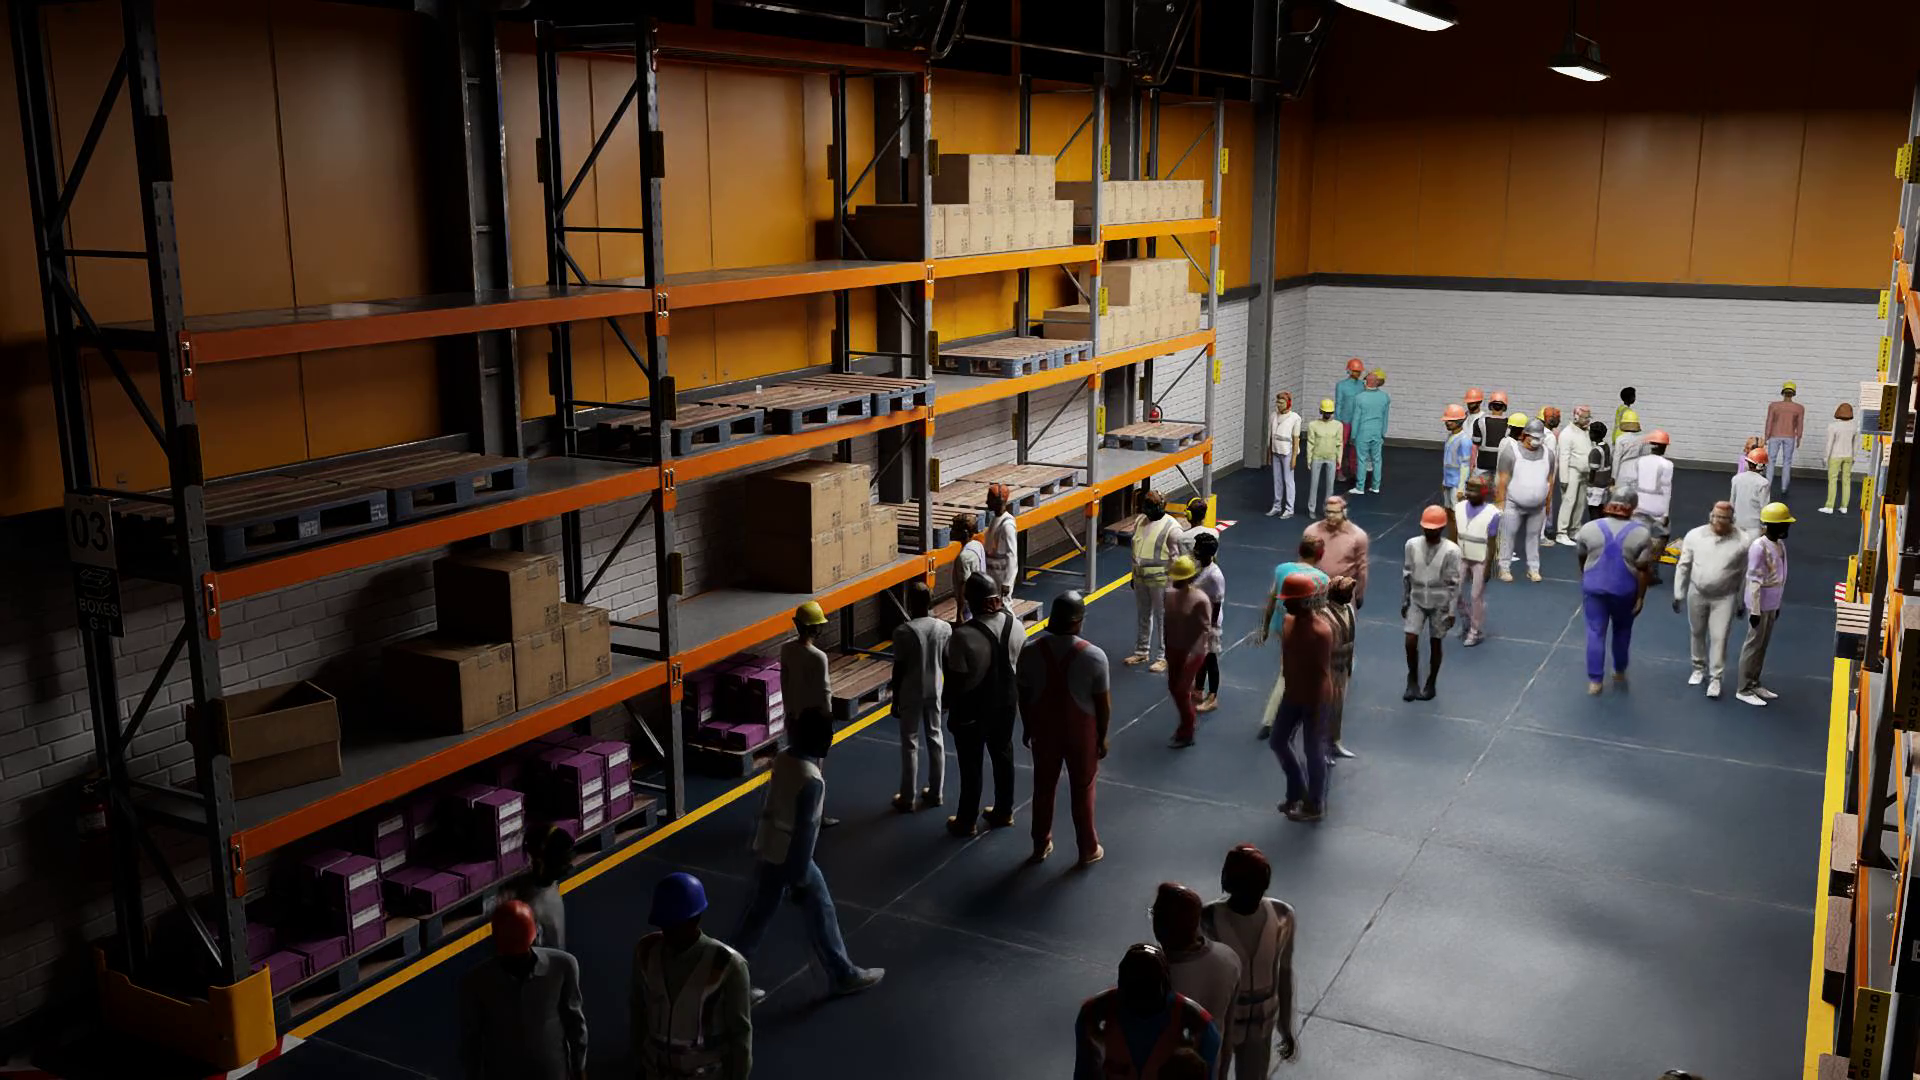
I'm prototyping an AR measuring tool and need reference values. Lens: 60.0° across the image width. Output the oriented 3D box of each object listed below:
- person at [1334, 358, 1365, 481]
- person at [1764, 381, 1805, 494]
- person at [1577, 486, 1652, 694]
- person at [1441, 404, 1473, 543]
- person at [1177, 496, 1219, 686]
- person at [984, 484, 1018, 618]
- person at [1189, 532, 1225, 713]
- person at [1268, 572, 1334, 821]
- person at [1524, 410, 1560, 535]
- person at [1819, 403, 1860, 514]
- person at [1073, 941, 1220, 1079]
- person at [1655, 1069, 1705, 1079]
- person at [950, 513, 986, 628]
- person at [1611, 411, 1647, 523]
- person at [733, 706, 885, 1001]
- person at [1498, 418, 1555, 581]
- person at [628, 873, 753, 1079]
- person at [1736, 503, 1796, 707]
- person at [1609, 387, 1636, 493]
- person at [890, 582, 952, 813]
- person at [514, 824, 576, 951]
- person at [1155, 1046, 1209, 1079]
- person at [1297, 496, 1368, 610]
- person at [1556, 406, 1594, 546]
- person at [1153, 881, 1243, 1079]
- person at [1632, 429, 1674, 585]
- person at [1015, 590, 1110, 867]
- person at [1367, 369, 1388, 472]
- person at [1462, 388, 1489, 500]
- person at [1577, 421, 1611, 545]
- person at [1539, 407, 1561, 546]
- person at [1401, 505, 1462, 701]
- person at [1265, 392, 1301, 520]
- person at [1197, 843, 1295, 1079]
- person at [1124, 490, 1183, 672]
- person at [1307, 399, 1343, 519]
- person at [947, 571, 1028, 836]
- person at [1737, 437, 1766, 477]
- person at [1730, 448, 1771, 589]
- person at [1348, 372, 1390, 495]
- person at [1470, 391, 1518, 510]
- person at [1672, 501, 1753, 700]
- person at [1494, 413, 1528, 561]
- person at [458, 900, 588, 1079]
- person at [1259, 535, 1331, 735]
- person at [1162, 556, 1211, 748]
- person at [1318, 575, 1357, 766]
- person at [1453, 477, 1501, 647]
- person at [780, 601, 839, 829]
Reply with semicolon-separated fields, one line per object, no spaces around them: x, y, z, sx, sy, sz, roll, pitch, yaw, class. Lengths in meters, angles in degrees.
6.333;-1.948;26.935;0.622;1.992;0.396;-6;14;-26;person
12.809;-1.591;25.884;0.535;1.753;0.341;4;13;17;person
6.365;0.426;16.202;0.678;2.000;0.965;6;14;27;person
6.353;-0.740;21.449;0.409;2.035;0.610;-1;13;-4;person
2.295;0.500;16.256;0.526;1.869;0.315;-8;15;-32;person
0.407;0.360;16.851;0.338;1.882;0.583;-3;13;-13;person
2.270;0.756;15.501;0.319;1.696;0.532;-4;13;-18;person
2.636;1.211;12.827;0.462;1.970;0.631;-6;14;-27;person
8.040;-0.940;22.998;0.544;1.741;0.700;3;13;13;person
12.901;-1.196;24.383;0.500;1.633;0.285;-1;13;-4;person
0.774;2.569;7.088;0.619;1.836;0.430;3;13;14;person
2.463;2.776;5.912;0.379;1.940;0.629;-4;13;-18;person
0.081;0.643;15.699;0.345;1.838;0.507;4;13;17;person
9.156;-0.907;22.859;0.485;1.737;0.320;-4;13;-18;person
-0.981;1.907;10.020;1.072;1.850;0.611;-6;14;-27;person
6.928;-0.495;20.324;0.681;2.000;0.535;0;13;1;person
-1.226;2.411;7.524;0.610;1.947;0.388;5;13;20;person
7.607;0.593;15.703;0.361;1.928;0.594;12;17;42;person
10.247;-1.521;25.691;0.322;1.697;0.530;1;13;6;person
-0.307;1.229;13.078;0.500;1.840;0.347;-6;14;-26;person
-2.112;2.265;8.426;0.465;1.833;0.602;-1;13;-3;person
0.891;2.779;6.676;0.514;1.596;0.737;5;14;22;person
3.590;0.502;16.197;0.660;1.886;0.507;7;14;29;person
8.278;-0.867;22.332;0.652;1.894;0.400;-10;16;-37;person
0.950;2.439;7.485;0.643;1.912;0.410;-10;16;-37;person
8.374;-0.387;20.126;0.481;1.908;0.567;-9;15;-34;person
0.773;1.348;12.075;0.684;2.000;0.535;5;13;20;person
6.913;-1.987;27.697;0.343;1.733;0.525;6;14;24;person
7.324;-1.214;23.796;0.387;1.930;0.544;-5;14;-23;person
8.509;-0.743;22.226;0.320;1.693;0.538;9;16;35;person
7.838;-0.857;22.323;0.365;1.878;0.587;0;13;-2;person
4.404;0.612;15.654;0.571;1.912;0.599;8;15;31;person
4.693;-1.225;24.048;0.392;1.838;0.561;-8;15;-32;person
1.323;2.341;7.977;0.585;1.883;0.337;-3;13;-15;person
1.942;0.403;16.757;0.429;1.844;0.623;-11;16;-40;person
5.253;-1.164;23.960;0.527;1.761;0.340;0;13;0;person
0.158;1.217;12.659;0.681;2.000;0.535;-9;15;-34;person
10.112;-0.522;21.374;0.319;1.631;0.524;2;13;7;person
9.407;-0.228;19.777;0.326;1.752;0.559;-5;13;-20;person
6.321;-1.652;25.807;0.639;1.910;0.406;-4;13;-18;person
7.279;-1.023;22.725;0.613;2.029;0.409;3;13;13;person
7.235;0.554;16.025;0.652;1.890;0.683;8;15;33;person
7.106;-0.686;21.462;0.393;1.918;0.585;1;13;7;person
-2.015;2.473;7.724;0.577;1.736;0.355;-4;13;-19;person
3.014;0.848;14.937;1.036;1.788;0.602;-10;16;-38;person
1.985;0.968;14.499;0.531;1.725;0.555;-10;16;-37;person
3.180;1.093;14.144;0.313;1.634;0.514;12;17;42;person
5.424;0.228;17.579;0.452;1.829;0.570;-9;15;-35;person
-1.156;1.333;12.762;0.328;1.767;0.530;-12;17;-42;person
